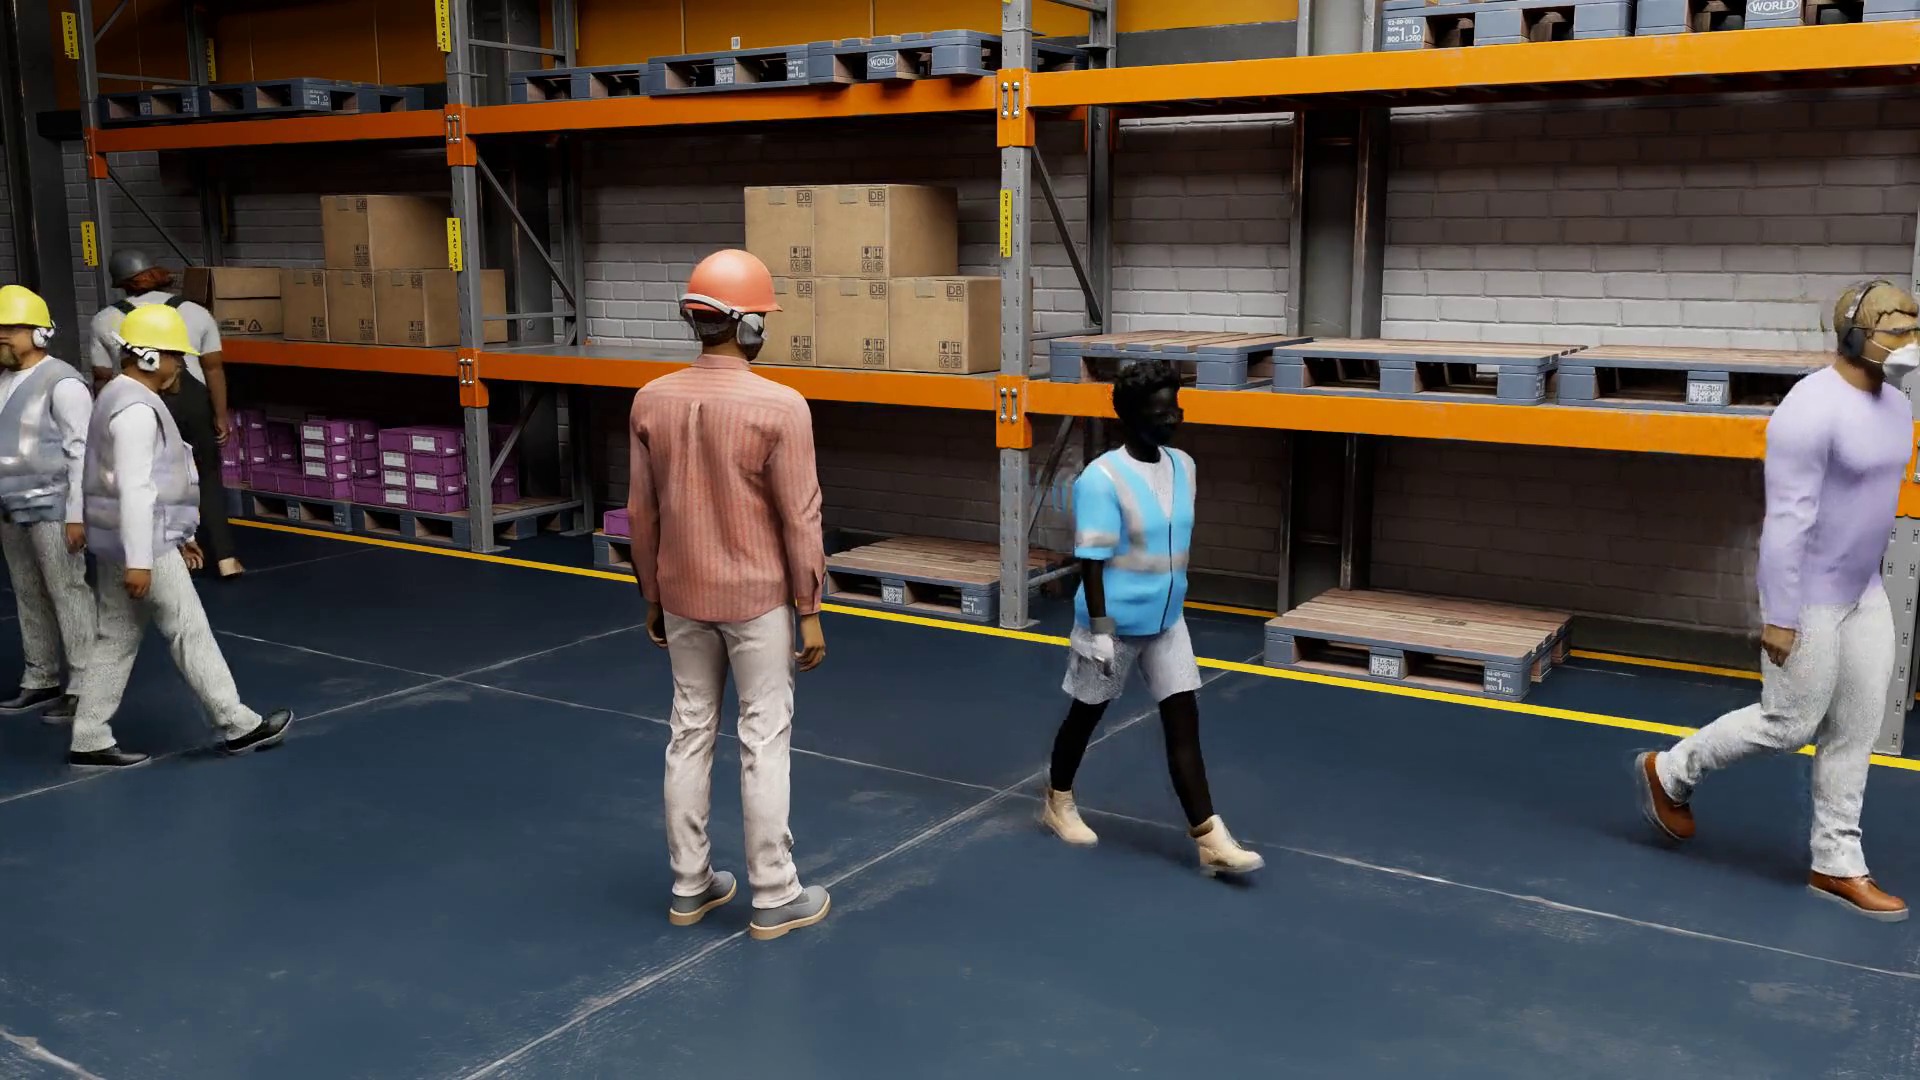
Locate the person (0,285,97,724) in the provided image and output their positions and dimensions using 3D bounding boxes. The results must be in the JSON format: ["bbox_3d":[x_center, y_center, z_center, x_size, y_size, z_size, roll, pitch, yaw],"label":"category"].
[{"bbox_3d":[-3.893,-0.143,6.999,0.602,1.833,0.404,5,11,27],"label":"person"}]

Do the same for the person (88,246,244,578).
[{"bbox_3d":[-4.709,-0.752,9.795,0.706,2.000,0.567,-5,11,-25],"label":"person"}]

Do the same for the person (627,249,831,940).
[{"bbox_3d":[-0.660,0.164,4.846,0.626,1.992,0.387,5,11,25],"label":"person"}]

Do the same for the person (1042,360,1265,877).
[{"bbox_3d":[0.578,0.248,5.334,0.554,1.646,0.868,-8,13,-39],"label":"person"}]

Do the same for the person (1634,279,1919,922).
[{"bbox_3d":[2.561,0.158,5.116,0.642,1.915,0.781,-7,12,-33],"label":"person"}]

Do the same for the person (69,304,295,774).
[{"bbox_3d":[-3.068,-0.003,6.396,0.852,1.778,0.604,-7,12,-34],"label":"person"}]
